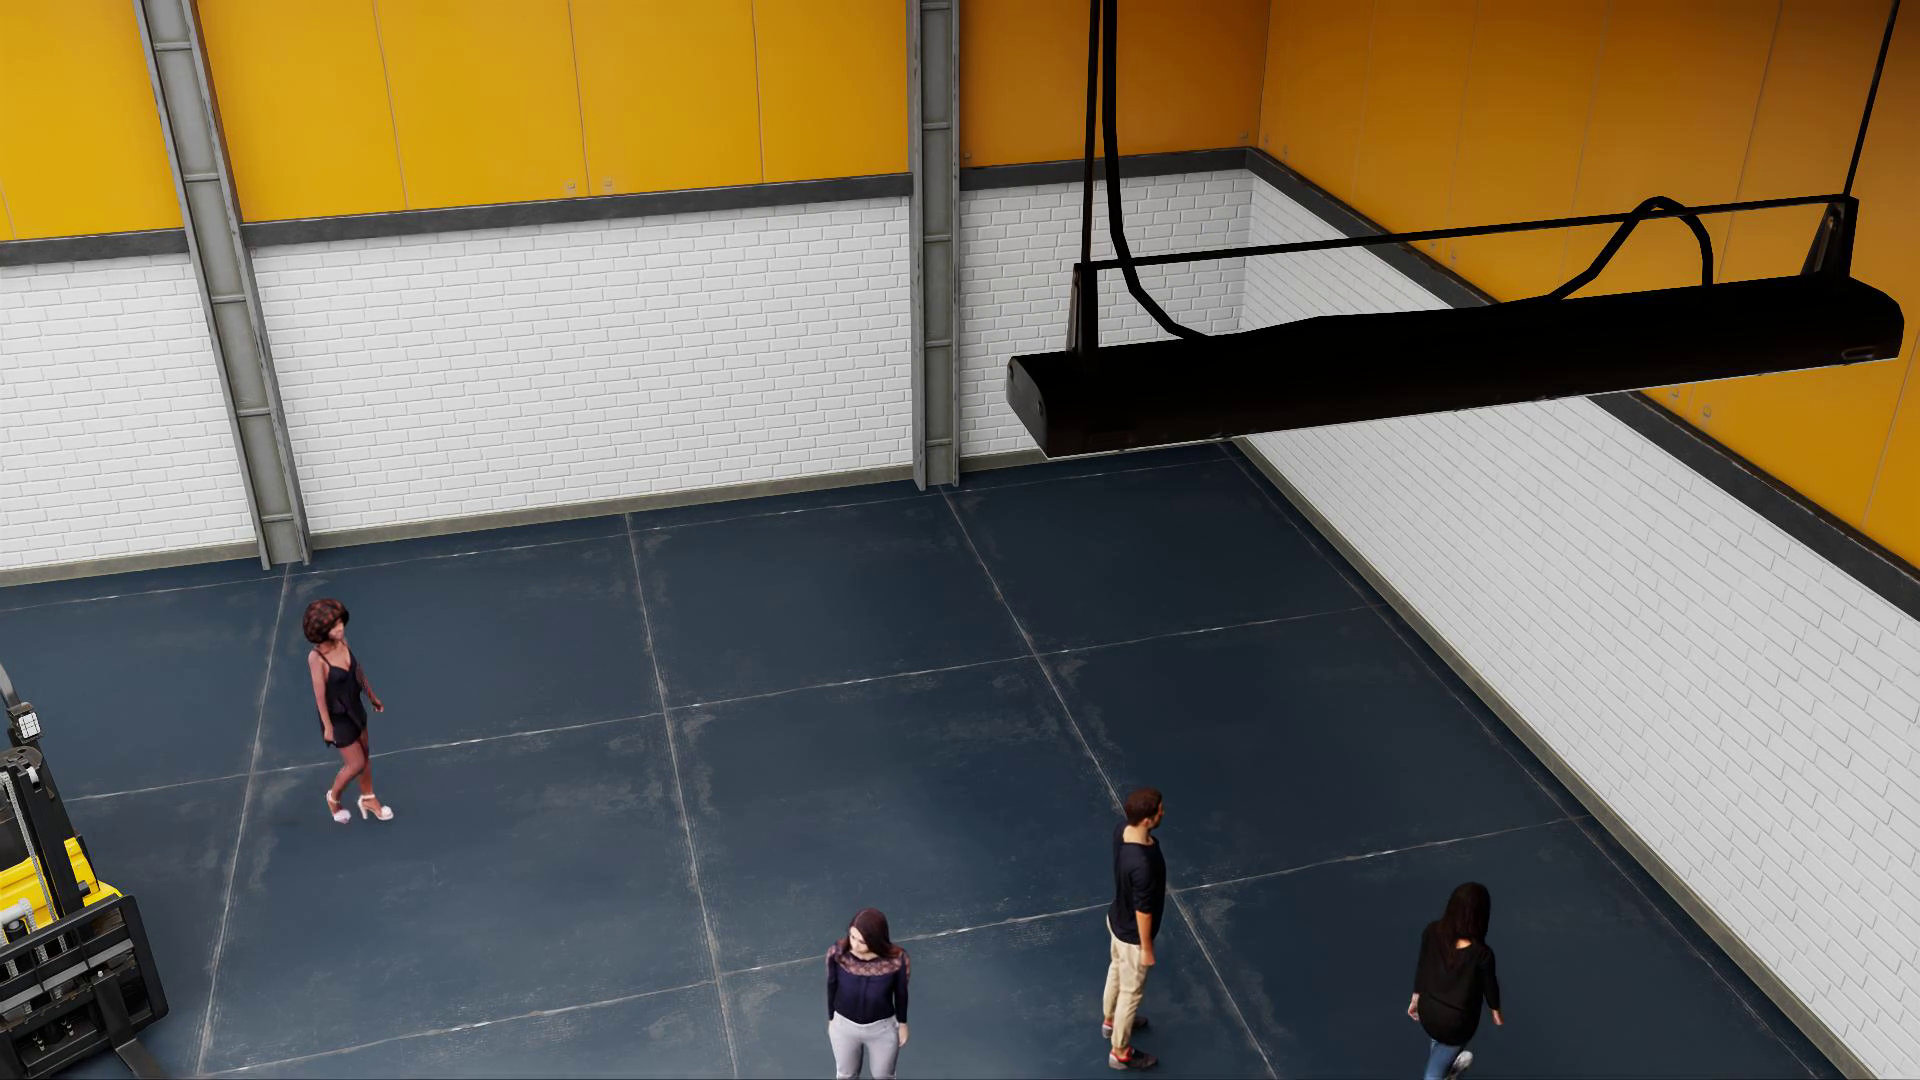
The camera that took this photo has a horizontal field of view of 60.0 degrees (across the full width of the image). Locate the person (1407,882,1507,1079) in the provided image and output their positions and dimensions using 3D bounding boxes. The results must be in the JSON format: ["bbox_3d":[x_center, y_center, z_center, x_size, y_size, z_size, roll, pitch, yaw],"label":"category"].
[{"bbox_3d":[2.554,2.558,8.859,1.079,1.615,0.854,-21,35,-33],"label":"person"}]

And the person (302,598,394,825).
[{"bbox_3d":[-4.215,1.176,11.219,0.757,1.781,0.698,4,29,8],"label":"person"}]

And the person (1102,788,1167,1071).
[{"bbox_3d":[0.958,2.164,9.332,0.554,1.853,0.650,-4,29,-8],"label":"person"}]

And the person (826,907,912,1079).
[{"bbox_3d":[-0.498,2.590,8.809,0.602,1.607,0.732,4,29,7],"label":"person"}]
